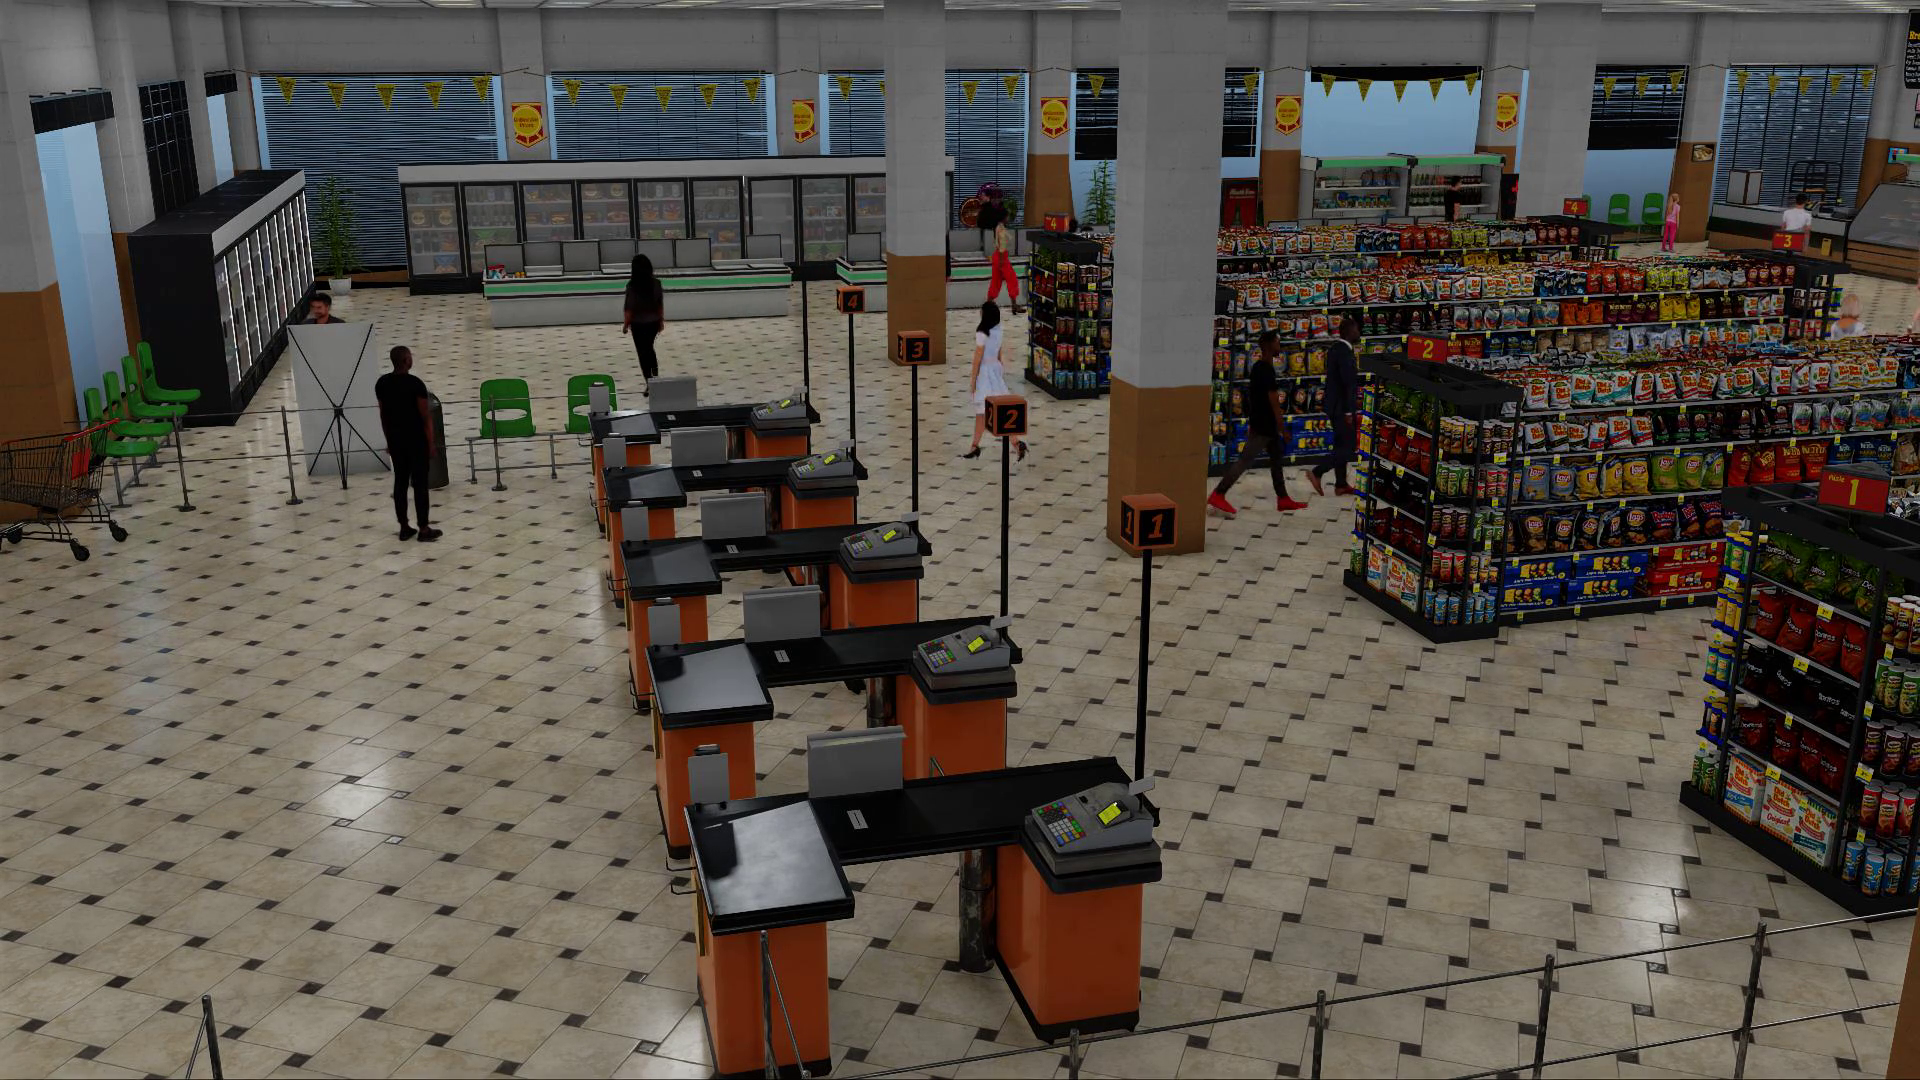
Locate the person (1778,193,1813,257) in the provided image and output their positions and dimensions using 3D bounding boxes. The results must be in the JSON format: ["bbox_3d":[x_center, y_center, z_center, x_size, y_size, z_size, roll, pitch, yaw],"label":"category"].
[{"bbox_3d":[14.804,-5.223,29.609,1.039,1.831,1.120,11,20,33],"label":"person"}]

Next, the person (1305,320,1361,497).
[{"bbox_3d":[3.780,-1.309,16.754,0.959,1.810,0.845,1,17,2],"label":"person"}]

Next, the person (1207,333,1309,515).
[{"bbox_3d":[2.825,-1.086,16.100,1.296,1.764,0.922,1,17,3],"label":"person"}]

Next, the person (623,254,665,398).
[{"bbox_3d":[-4.002,-2.731,21.412,0.784,1.826,0.860,-16,23,-42],"label":"person"}]

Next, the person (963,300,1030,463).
[{"bbox_3d":[0.377,-1.648,17.914,1.138,1.786,1.180,13,21,37],"label":"person"}]

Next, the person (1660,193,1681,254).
[{"bbox_3d":[15.372,-6.851,35.935,0.542,1.271,0.522,-9,19,-27],"label":"person"}]

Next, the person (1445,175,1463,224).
[{"bbox_3d":[9.743,-6.340,33.286,0.999,1.832,0.710,-5,18,-16],"label":"person"}]

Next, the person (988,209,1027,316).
[{"bbox_3d":[0.591,-4.573,27.587,0.905,1.761,0.590,-5,18,-15],"label":"person"}]

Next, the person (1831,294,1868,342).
[{"bbox_3d":[9.956,-1.885,18.810,0.685,1.717,0.700,-9,19,-27],"label":"person"}]

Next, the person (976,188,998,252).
[{"bbox_3d":[0.617,-5.561,30.791,1.230,1.790,0.821,-2,17,-7],"label":"person"}]

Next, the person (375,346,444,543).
[{"bbox_3d":[-5.107,-0.893,15.369,0.663,1.819,0.801,4,17,14],"label":"person"}]
